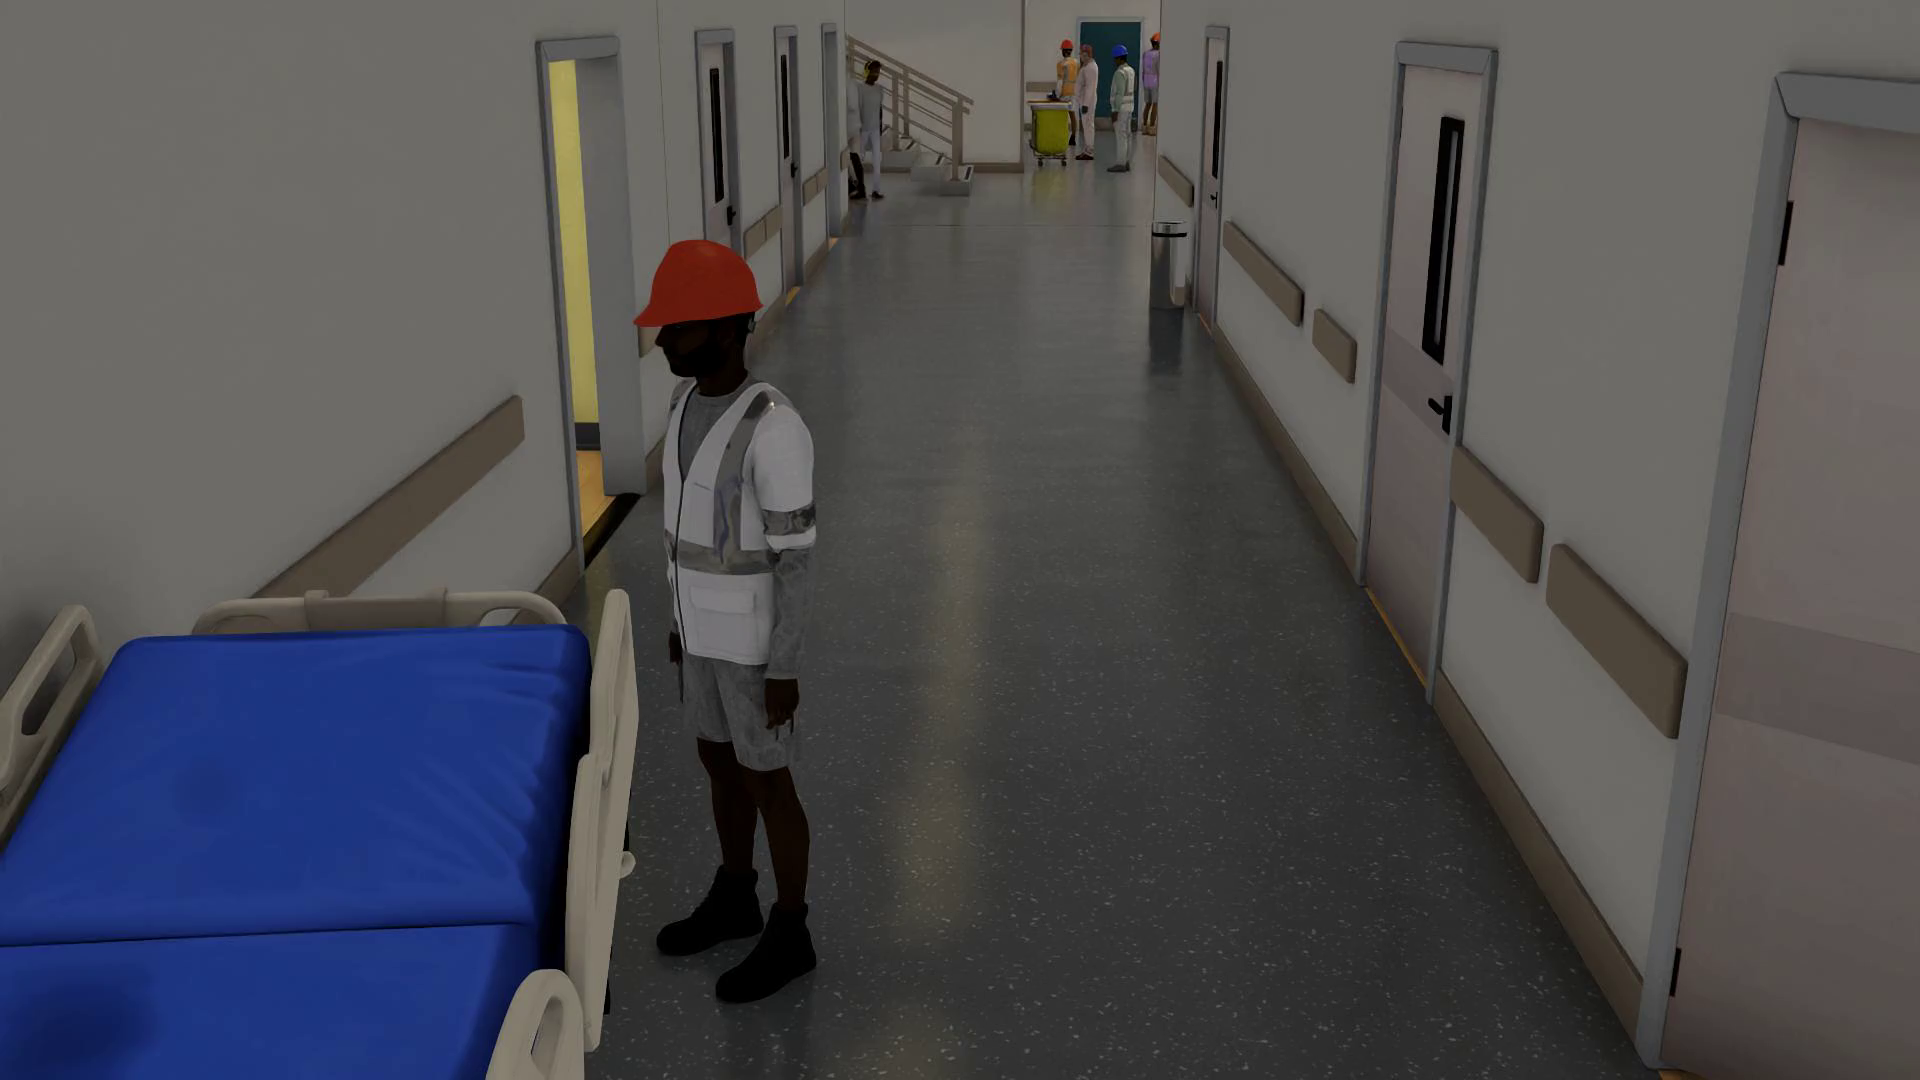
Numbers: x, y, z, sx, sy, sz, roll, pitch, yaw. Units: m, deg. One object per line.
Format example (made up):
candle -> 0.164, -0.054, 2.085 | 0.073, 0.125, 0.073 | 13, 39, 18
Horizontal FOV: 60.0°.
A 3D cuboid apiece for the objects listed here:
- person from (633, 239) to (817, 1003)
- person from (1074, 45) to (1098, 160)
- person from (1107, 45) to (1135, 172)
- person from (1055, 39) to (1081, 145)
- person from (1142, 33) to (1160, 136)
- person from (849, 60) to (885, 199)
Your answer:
person -> -0.589, 0.224, 4.162 | 0.362, 1.935, 0.553 | -14, 22, -37
person -> 2.138, -7.439, 28.301 | 0.406, 1.902, 0.636 | 2, 18, 7
person -> 2.528, -6.757, 26.096 | 0.402, 1.937, 0.604 | 7, 19, 22
person -> 1.996, -8.375, 31.182 | 0.545, 1.938, 0.360 | -14, 22, -38
person -> 3.943, -9.239, 33.749 | 0.405, 2.030, 0.620 | -12, 21, -32
person -> -1.270, -5.579, 22.599 | 0.504, 1.821, 0.852 | -8, 20, -25
